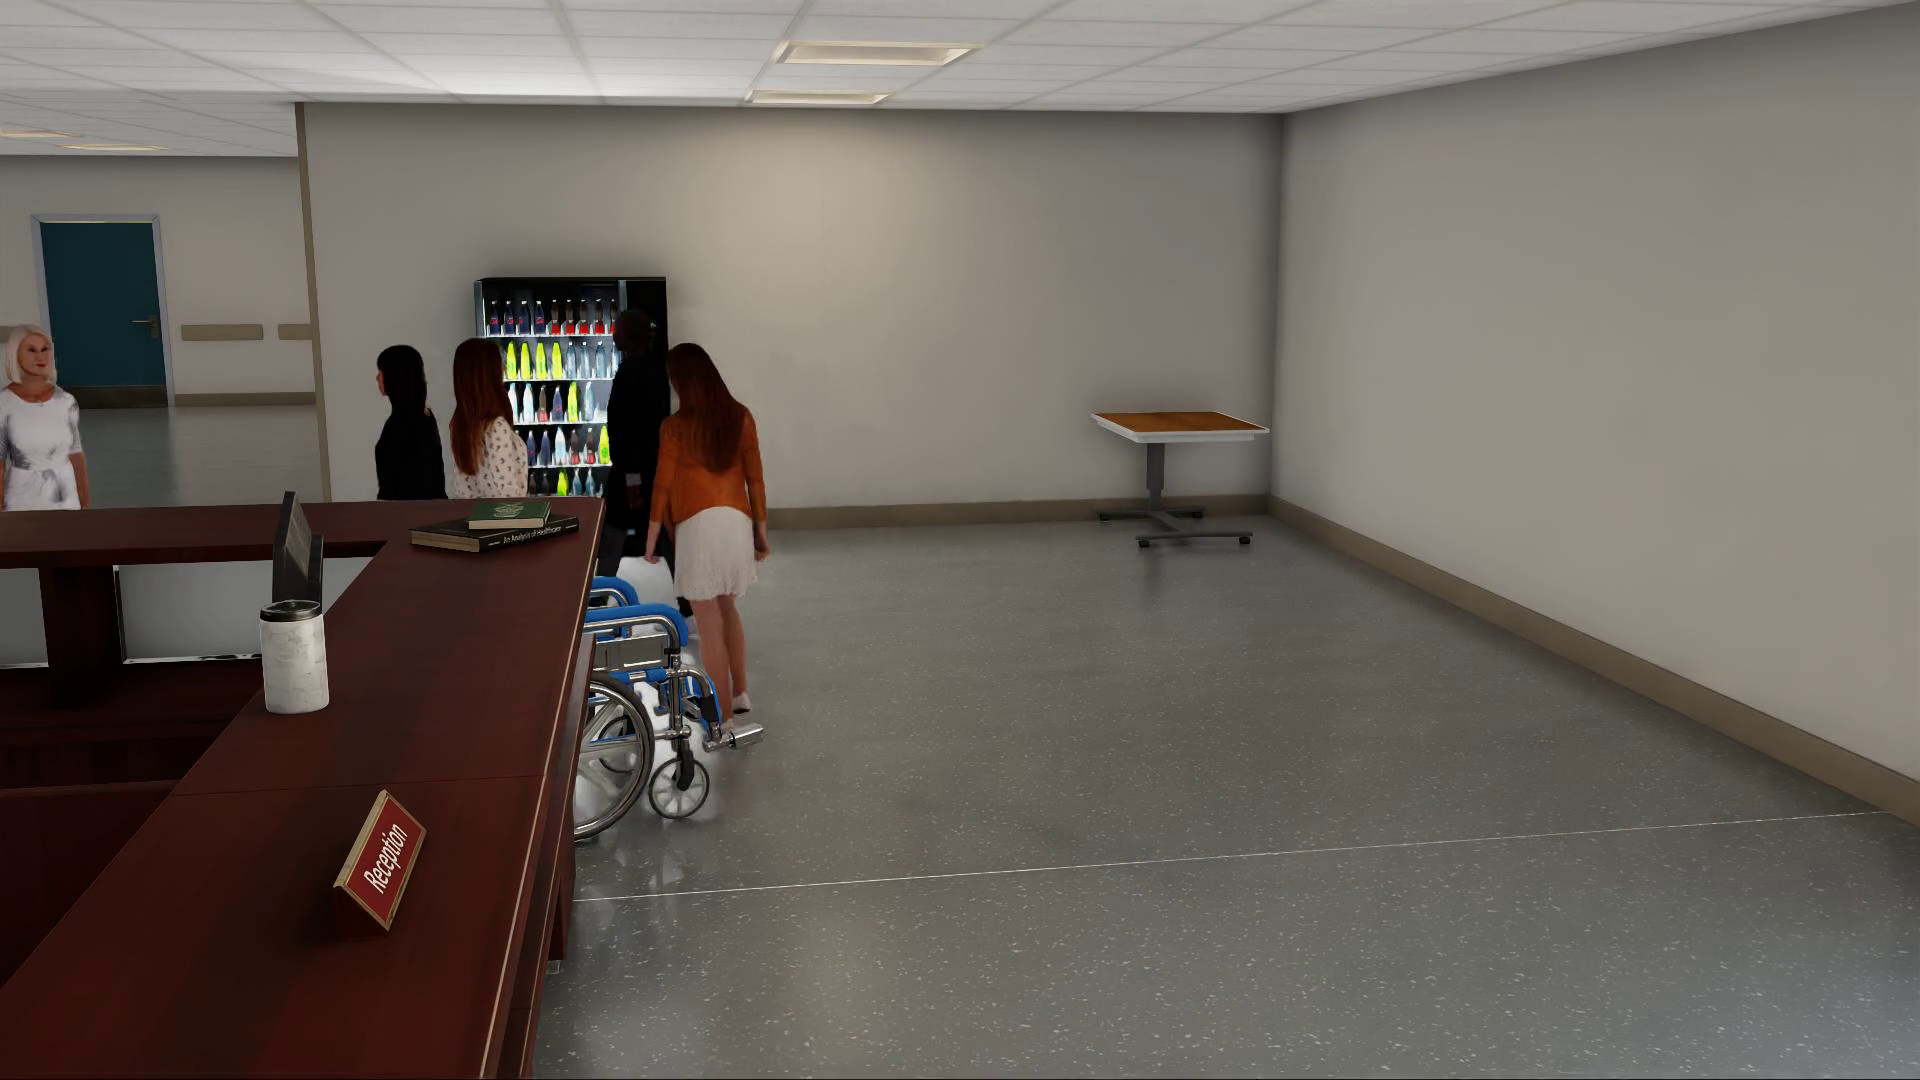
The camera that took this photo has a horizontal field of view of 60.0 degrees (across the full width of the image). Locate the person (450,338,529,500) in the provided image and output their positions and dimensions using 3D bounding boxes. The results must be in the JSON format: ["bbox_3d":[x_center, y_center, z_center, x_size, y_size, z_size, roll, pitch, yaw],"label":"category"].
[{"bbox_3d":[-1.985,0.009,7.043,0.678,1.728,0.654,-10,15,-43],"label":"person"}]

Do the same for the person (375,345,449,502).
[{"bbox_3d":[-2.460,-0.073,7.798,1.080,1.608,0.615,-1,11,-6],"label":"person"}]

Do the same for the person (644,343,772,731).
[{"bbox_3d":[-1.010,0.021,7.097,0.722,1.684,0.825,-8,13,-36],"label":"person"}]

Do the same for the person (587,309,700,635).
[{"bbox_3d":[-1.586,-0.322,8.786,1.156,1.729,0.975,4,11,18],"label":"person"}]

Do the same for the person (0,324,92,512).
[{"bbox_3d":[-4.376,-0.144,7.834,0.882,1.734,0.812,5,12,26],"label":"person"}]
